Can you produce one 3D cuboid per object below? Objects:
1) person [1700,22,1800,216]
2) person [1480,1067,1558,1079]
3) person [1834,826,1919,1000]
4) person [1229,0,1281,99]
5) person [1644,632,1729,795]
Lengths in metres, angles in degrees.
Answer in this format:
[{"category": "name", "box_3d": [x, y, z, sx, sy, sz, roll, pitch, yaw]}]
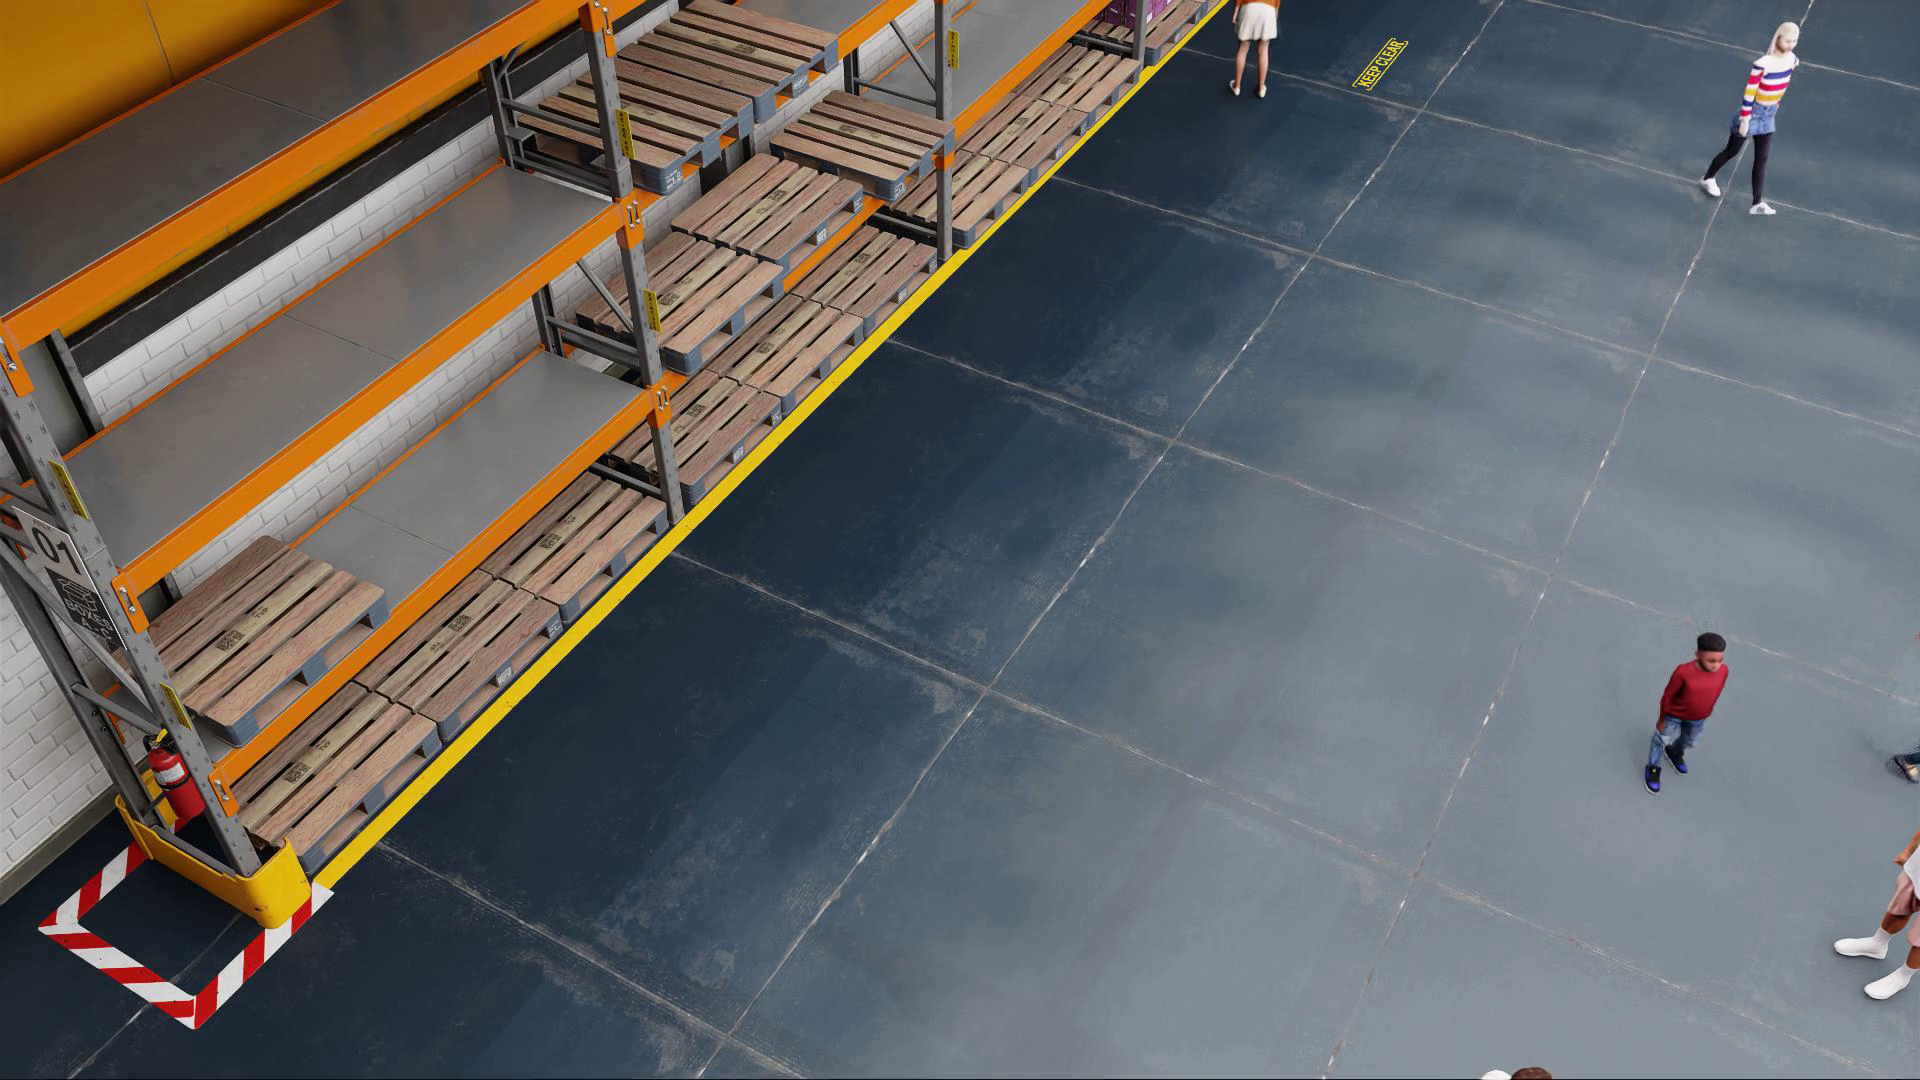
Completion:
[{"category": "person", "box_3d": [7.151, -3.861, 15.084, 1.108, 1.761, 1.154, -13, 45, -13]}, {"category": "person", "box_3d": [2.439, 2.979, 7.842, 0.821, 1.847, 0.717, -2, 44, -2]}, {"category": "person", "box_3d": [5.349, 1.859, 9.058, 0.794, 1.792, 0.717, -7, 44, -7]}, {"category": "person", "box_3d": [2.960, -5.247, 16.570, 0.692, 1.718, 0.694, 4, 44, 4]}, {"category": "person", "box_3d": [4.493, 1.015, 10.334, 0.622, 1.253, 0.671, 1, 44, 1]}]
